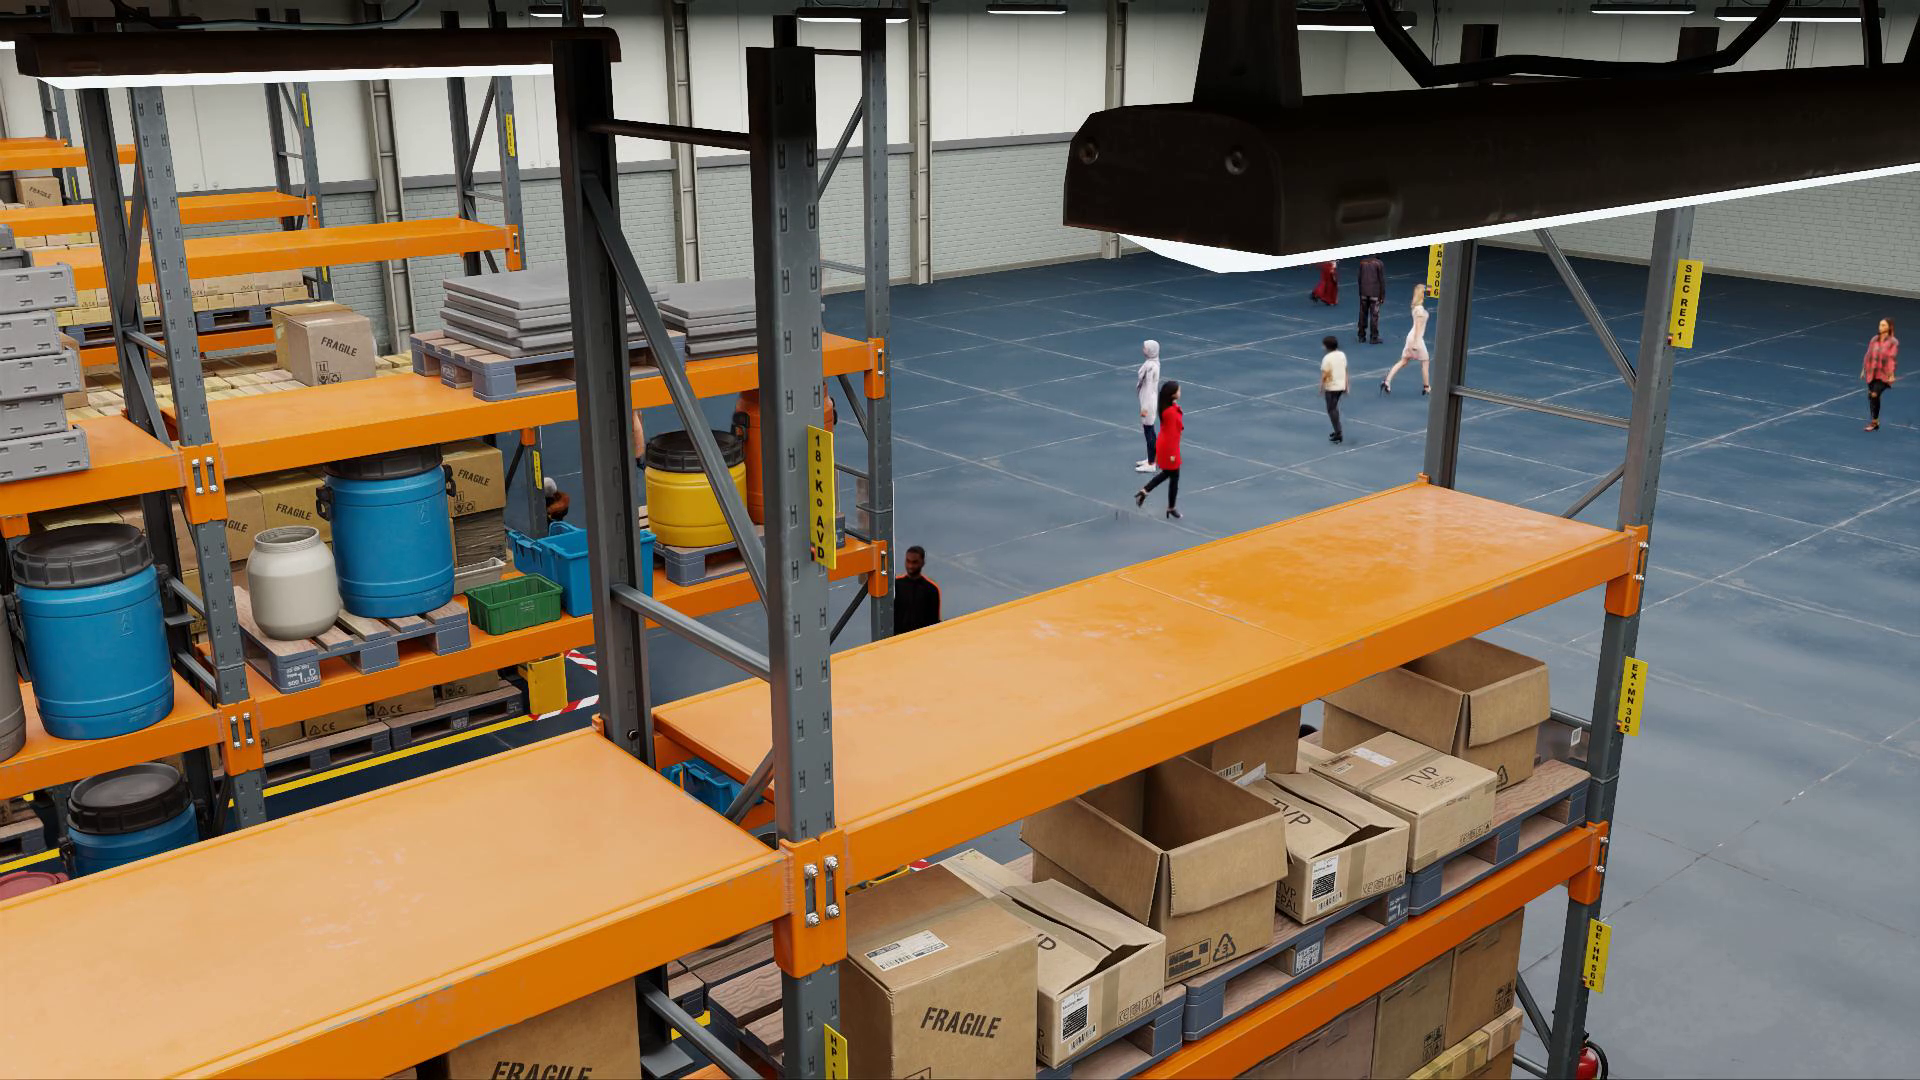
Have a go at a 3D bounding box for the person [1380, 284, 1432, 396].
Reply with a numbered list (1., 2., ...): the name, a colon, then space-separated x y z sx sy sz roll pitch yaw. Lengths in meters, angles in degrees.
1. person: 7.123 -3.133 26.410 1.193 1.786 1.040 -1 18 -3

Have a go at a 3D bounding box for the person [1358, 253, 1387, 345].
1. person: 7.591 -4.559 30.725 0.734 1.825 0.659 15 23 38

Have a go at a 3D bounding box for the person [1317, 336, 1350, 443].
1. person: 5.375 -2.142 23.750 0.475 1.550 0.696 -9 20 -25

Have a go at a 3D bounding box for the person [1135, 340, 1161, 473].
1. person: 2.547 -1.804 22.347 0.761 1.775 0.665 4 19 13

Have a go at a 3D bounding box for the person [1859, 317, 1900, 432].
1. person: 13.531 -2.419 24.370 0.718 1.692 0.708 -8 20 -22

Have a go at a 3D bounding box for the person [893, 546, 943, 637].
1. person: -0.363 0.883 14.052 0.821 1.803 0.872 6 19 17

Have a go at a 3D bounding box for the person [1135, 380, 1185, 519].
1. person: 2.449 -1.082 20.195 0.960 1.735 0.843 -3 18 -10
